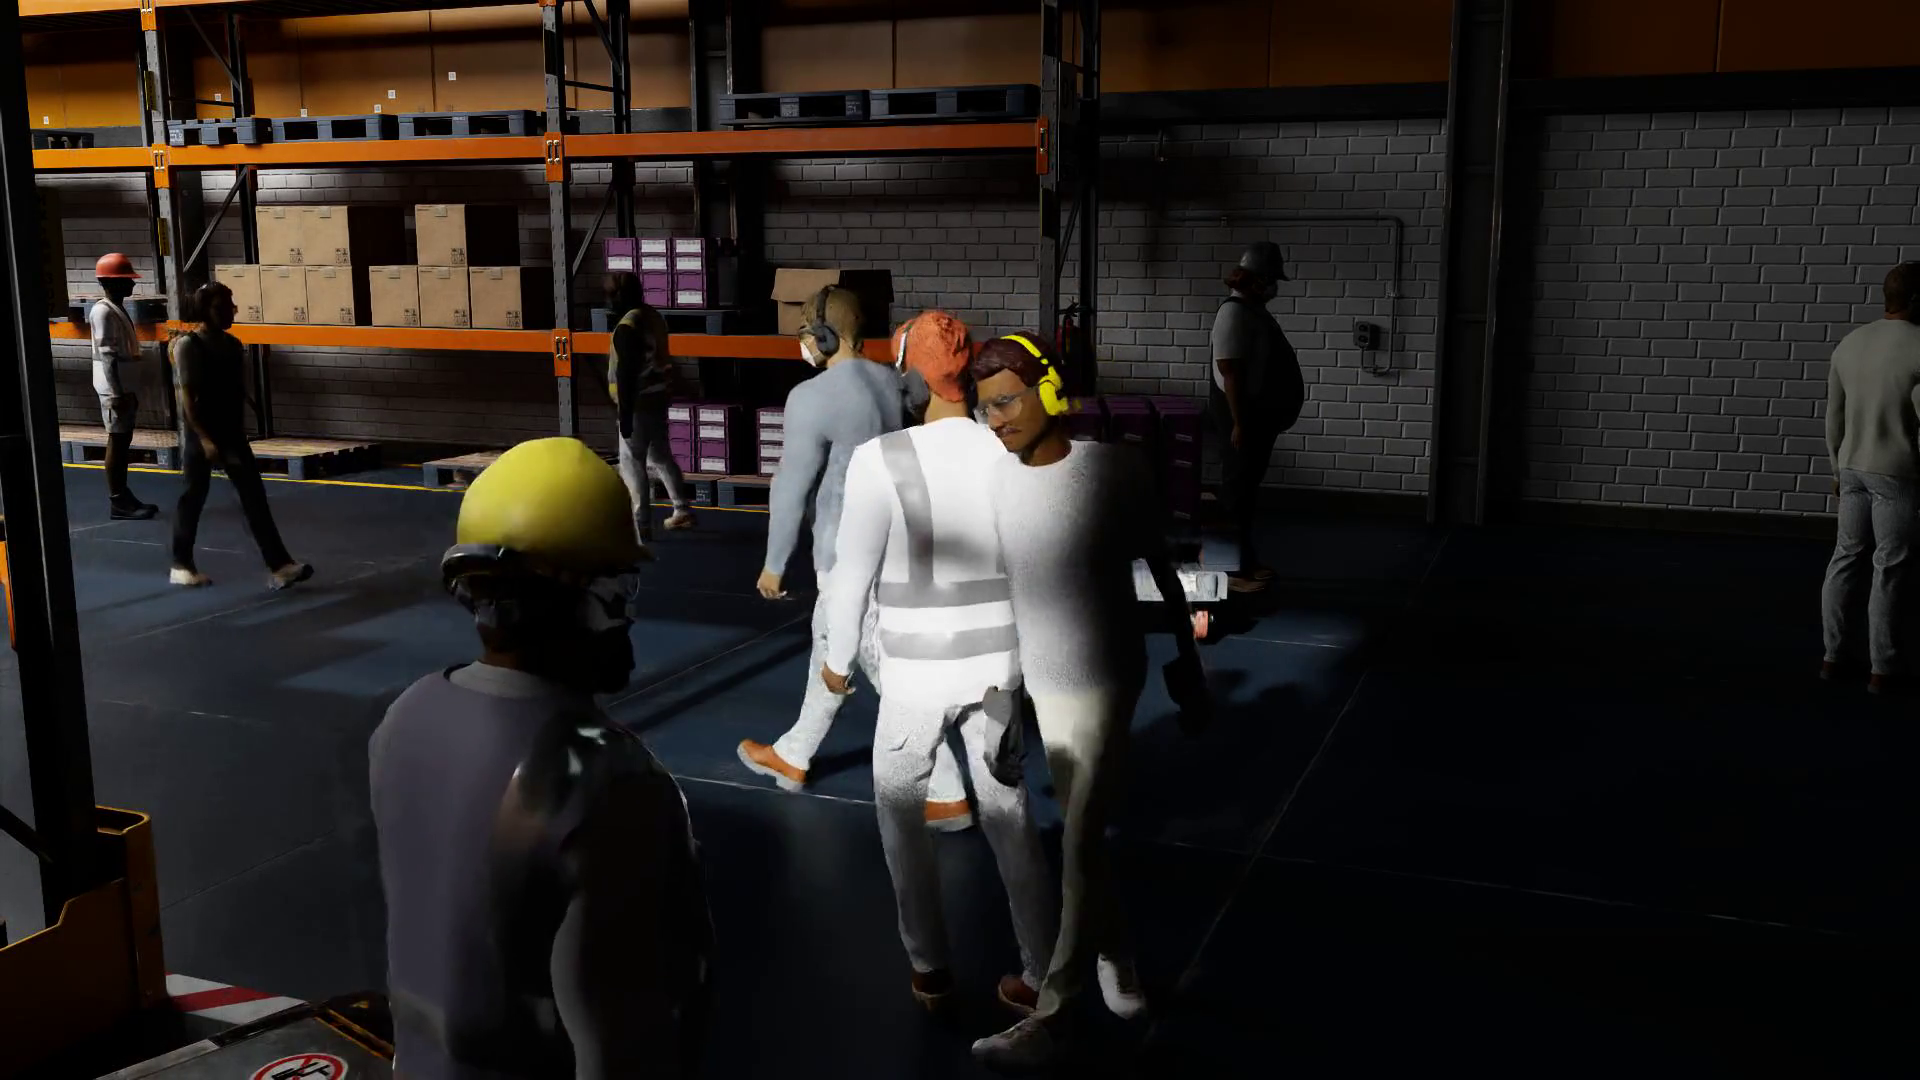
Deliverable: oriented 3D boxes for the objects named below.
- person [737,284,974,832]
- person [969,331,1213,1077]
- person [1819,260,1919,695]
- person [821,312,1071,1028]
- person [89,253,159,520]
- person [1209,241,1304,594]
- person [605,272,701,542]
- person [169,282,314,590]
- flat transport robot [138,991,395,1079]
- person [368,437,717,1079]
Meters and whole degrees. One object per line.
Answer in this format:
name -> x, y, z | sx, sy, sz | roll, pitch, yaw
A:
person -> -0.376, 0.064, 5.789 | 1.070, 1.880, 0.617 | 5, 11, 27
person -> 0.274, 0.396, 4.110 | 0.581, 1.805, 0.835 | 5, 11, 26
person -> 4.176, -0.280, 7.506 | 0.375, 1.939, 0.628 | -3, 11, -16
person -> -0.030, 0.354, 4.254 | 0.612, 1.844, 0.582 | -5, 12, -28
person -> -6.127, -1.118, 12.171 | 0.368, 1.939, 0.542 | -3, 11, -16
person -> 1.732, -0.727, 9.710 | 0.537, 2.000, 0.678 | 3, 11, 18
person -> -2.112, -0.899, 11.299 | 0.531, 1.820, 0.781 | 2, 10, 10
person -> -4.264, -0.588, 9.637 | 1.005, 1.789, 0.516 | 4, 11, 23
flat transport robot -> -1.668, 1.301, 3.341 | 0.652, 0.197, 1.431 | 9, 13, 40
person -> -0.534, 0.754, 2.221 | 0.598, 1.777, 0.948 | 10, 14, 43
